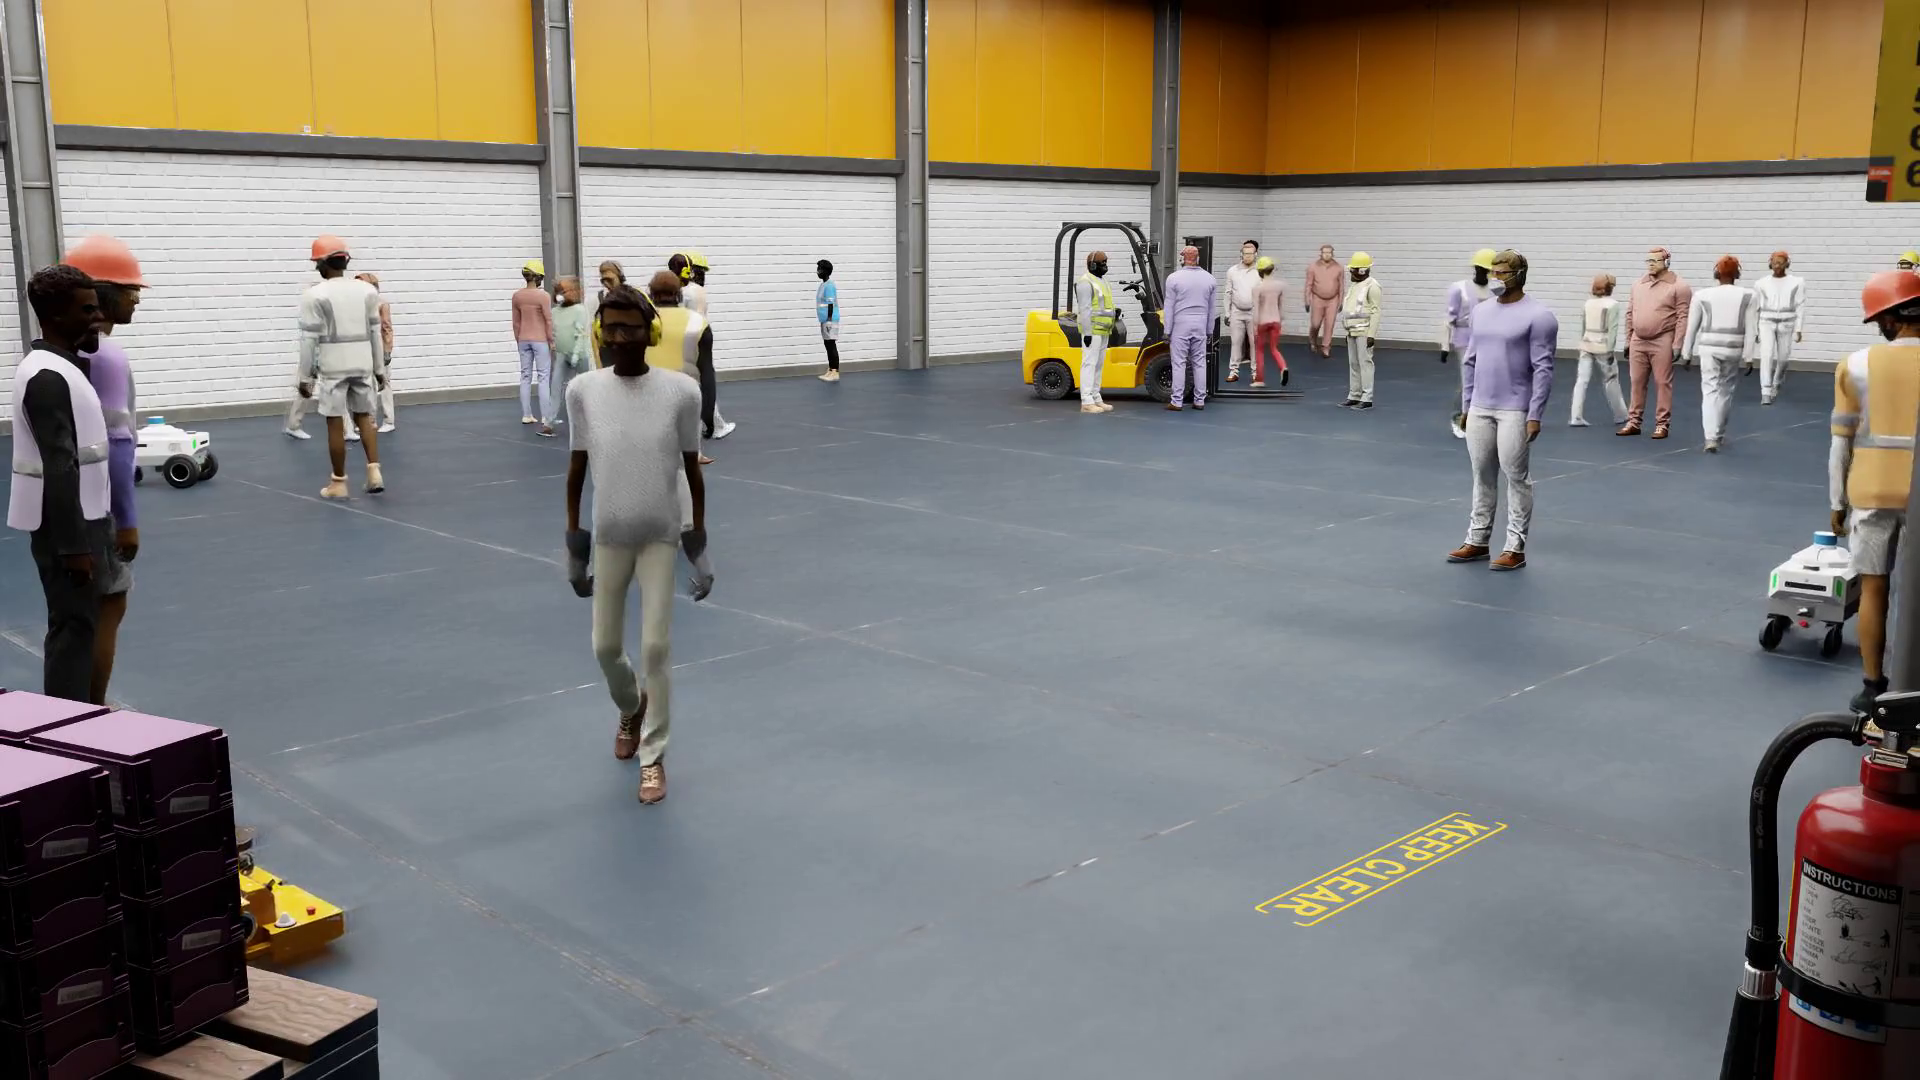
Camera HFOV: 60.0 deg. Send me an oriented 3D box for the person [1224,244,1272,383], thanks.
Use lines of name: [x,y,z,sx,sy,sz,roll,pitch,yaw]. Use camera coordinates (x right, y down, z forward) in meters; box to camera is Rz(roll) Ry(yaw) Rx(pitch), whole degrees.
person: [3.947,-3.112,22.886,0.655,1.905,0.407,4,11,19]

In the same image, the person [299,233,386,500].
person: [-4.726,-1.308,12.691,0.451,2.034,0.655,9,14,41]

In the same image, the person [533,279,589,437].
person: [-3.956,-1.835,16.796,0.499,1.587,0.839,5,12,26]

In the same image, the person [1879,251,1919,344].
person: [11.980,-2.746,21.116,0.403,1.822,0.586,-9,14,-42]

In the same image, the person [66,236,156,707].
person: [-3.324,-0.155,6.478,0.626,2.021,0.488,10,14,42]

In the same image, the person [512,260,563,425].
person: [-4.541,-2.109,17.816,0.522,1.761,0.322,5,11,23]

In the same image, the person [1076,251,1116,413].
person: [1.565,-2.381,19.070,0.429,1.843,0.633,5,11,24]

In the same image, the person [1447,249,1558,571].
person: [3.296,-0.786,10.110,0.373,1.940,0.628,-7,12,-33]

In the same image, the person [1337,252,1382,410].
person: [4.639,-2.420,19.315,0.403,1.827,0.599,-3,11,-15]

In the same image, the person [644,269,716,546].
person: [-1.882,-0.816,10.630,0.641,1.819,0.713,0,10,-2]

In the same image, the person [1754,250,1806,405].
person: [9.887,-2.577,20.137,0.574,1.851,0.841,4,11,23]

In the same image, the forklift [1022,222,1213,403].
forklift: [1.935,-2.847,20.651,2.313,2.155,1.214,2,11,13]

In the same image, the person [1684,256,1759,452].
person: [7.160,-1.754,15.688,0.596,1.837,1.000,4,11,22]

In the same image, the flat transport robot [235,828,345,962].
flat transport robot: [-2.464,1.095,4.400,0.652,0.197,1.431,9,14,40]

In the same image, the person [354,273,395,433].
person: [-6.045,-1.920,17.109,0.525,1.639,0.307,5,12,26]

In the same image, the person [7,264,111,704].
person: [-3.285,-0.044,6.117,0.373,1.917,0.595,-5,12,-26]

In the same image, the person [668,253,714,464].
person: [-2.456,-1.589,14.698,0.516,1.865,0.329,7,13,34]

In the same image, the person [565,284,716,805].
person: [-1.162,-0.007,6.115,0.572,1.860,0.615,0,10,0]

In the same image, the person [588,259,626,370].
person: [-3.014,-1.589,14.800,0.553,1.813,0.544,-3,11,-17]

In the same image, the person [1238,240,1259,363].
person: [4.572,-3.782,26.414,0.398,1.955,0.612,10,15,44]

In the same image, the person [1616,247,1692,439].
person: [6.930,-1.969,16.650,0.408,1.908,0.646,-8,13,-39]

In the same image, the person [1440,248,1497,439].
person: [5.117,-1.942,16.512,0.622,1.896,0.435,-2,11,-11]

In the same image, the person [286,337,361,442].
person: [-6.313,-1.751,16.363,0.886,1.576,0.514,4,11,21]

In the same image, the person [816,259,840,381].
person: [-1.843,-3.052,23.150,0.321,1.690,0.536,-3,11,-17]

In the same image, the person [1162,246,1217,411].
person: [2.634,-2.439,19.239,0.644,1.903,0.401,-4,11,-20]

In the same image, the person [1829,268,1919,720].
person: [3.936,-0.171,6.896,0.654,1.887,0.500,8,13,38]

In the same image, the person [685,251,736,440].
person: [-2.659,-1.870,16.235,1.018,1.870,0.629,-10,14,-44]

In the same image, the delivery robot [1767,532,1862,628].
delivery robot: [4.269,0.203,8.237,0.477,0.478,0.707,8,13,38]

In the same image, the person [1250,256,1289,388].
person: [4.083,-2.867,21.956,0.531,1.750,0.577,-5,11,-24]

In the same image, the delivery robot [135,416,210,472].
delivery robot: [-6.488,-0.757,13.473,0.707,0.478,0.477,-1,10,-5]

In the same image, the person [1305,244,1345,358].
person: [6.064,-3.979,27.679,0.645,1.887,0.554,1,10,4]

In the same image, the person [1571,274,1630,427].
person: [6.820,-1.998,17.600,0.836,1.596,0.543,-5,12,-26]
